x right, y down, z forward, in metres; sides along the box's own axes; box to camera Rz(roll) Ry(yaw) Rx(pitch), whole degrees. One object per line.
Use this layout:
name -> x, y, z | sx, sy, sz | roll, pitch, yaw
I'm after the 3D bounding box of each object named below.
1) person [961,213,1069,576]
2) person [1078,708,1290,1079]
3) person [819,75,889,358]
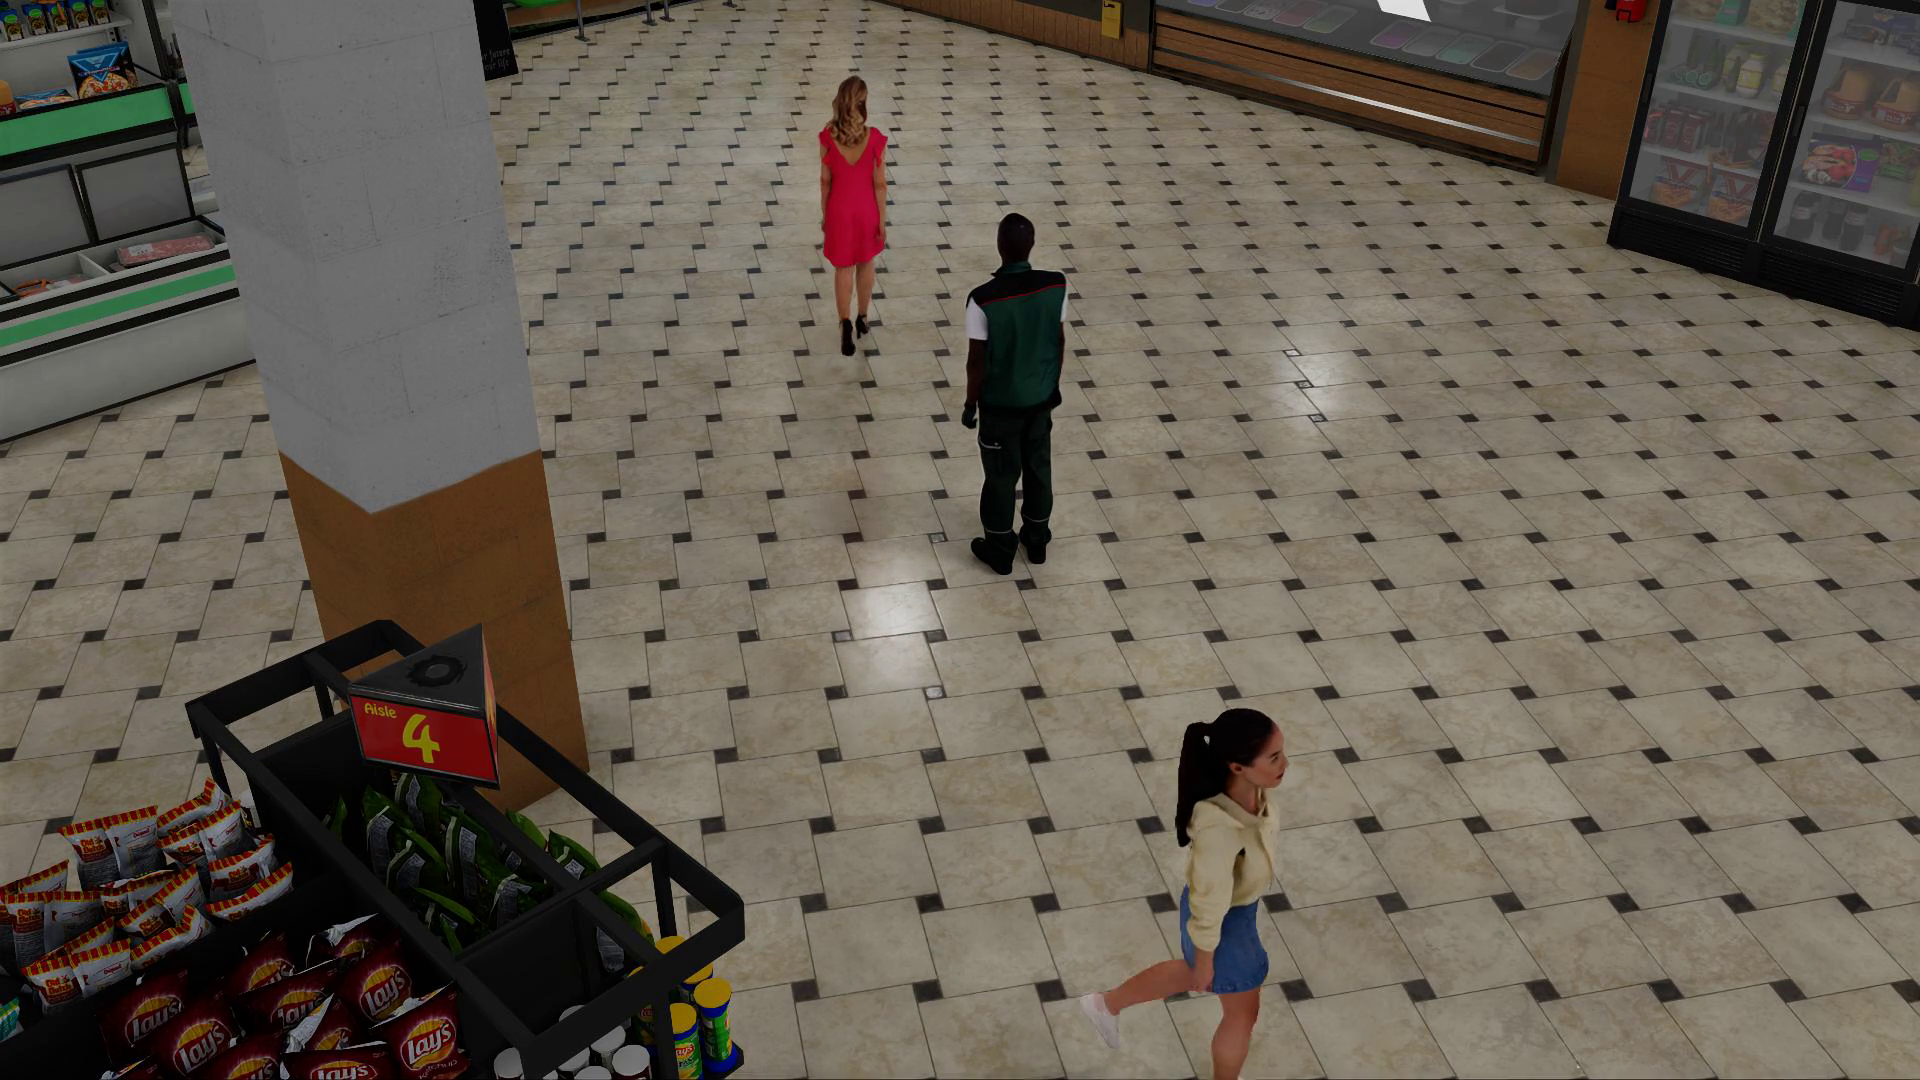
person -> 0.266, -0.679, 7.939 | 0.667, 1.839, 0.820 | -14, 35, -22
person -> 0.739, 1.163, 5.188 | 0.979, 1.617, 0.992 | 8, 33, 12
person -> -0.658, -1.912, 10.051 | 0.955, 1.701, 1.021 | 1, 32, 2
